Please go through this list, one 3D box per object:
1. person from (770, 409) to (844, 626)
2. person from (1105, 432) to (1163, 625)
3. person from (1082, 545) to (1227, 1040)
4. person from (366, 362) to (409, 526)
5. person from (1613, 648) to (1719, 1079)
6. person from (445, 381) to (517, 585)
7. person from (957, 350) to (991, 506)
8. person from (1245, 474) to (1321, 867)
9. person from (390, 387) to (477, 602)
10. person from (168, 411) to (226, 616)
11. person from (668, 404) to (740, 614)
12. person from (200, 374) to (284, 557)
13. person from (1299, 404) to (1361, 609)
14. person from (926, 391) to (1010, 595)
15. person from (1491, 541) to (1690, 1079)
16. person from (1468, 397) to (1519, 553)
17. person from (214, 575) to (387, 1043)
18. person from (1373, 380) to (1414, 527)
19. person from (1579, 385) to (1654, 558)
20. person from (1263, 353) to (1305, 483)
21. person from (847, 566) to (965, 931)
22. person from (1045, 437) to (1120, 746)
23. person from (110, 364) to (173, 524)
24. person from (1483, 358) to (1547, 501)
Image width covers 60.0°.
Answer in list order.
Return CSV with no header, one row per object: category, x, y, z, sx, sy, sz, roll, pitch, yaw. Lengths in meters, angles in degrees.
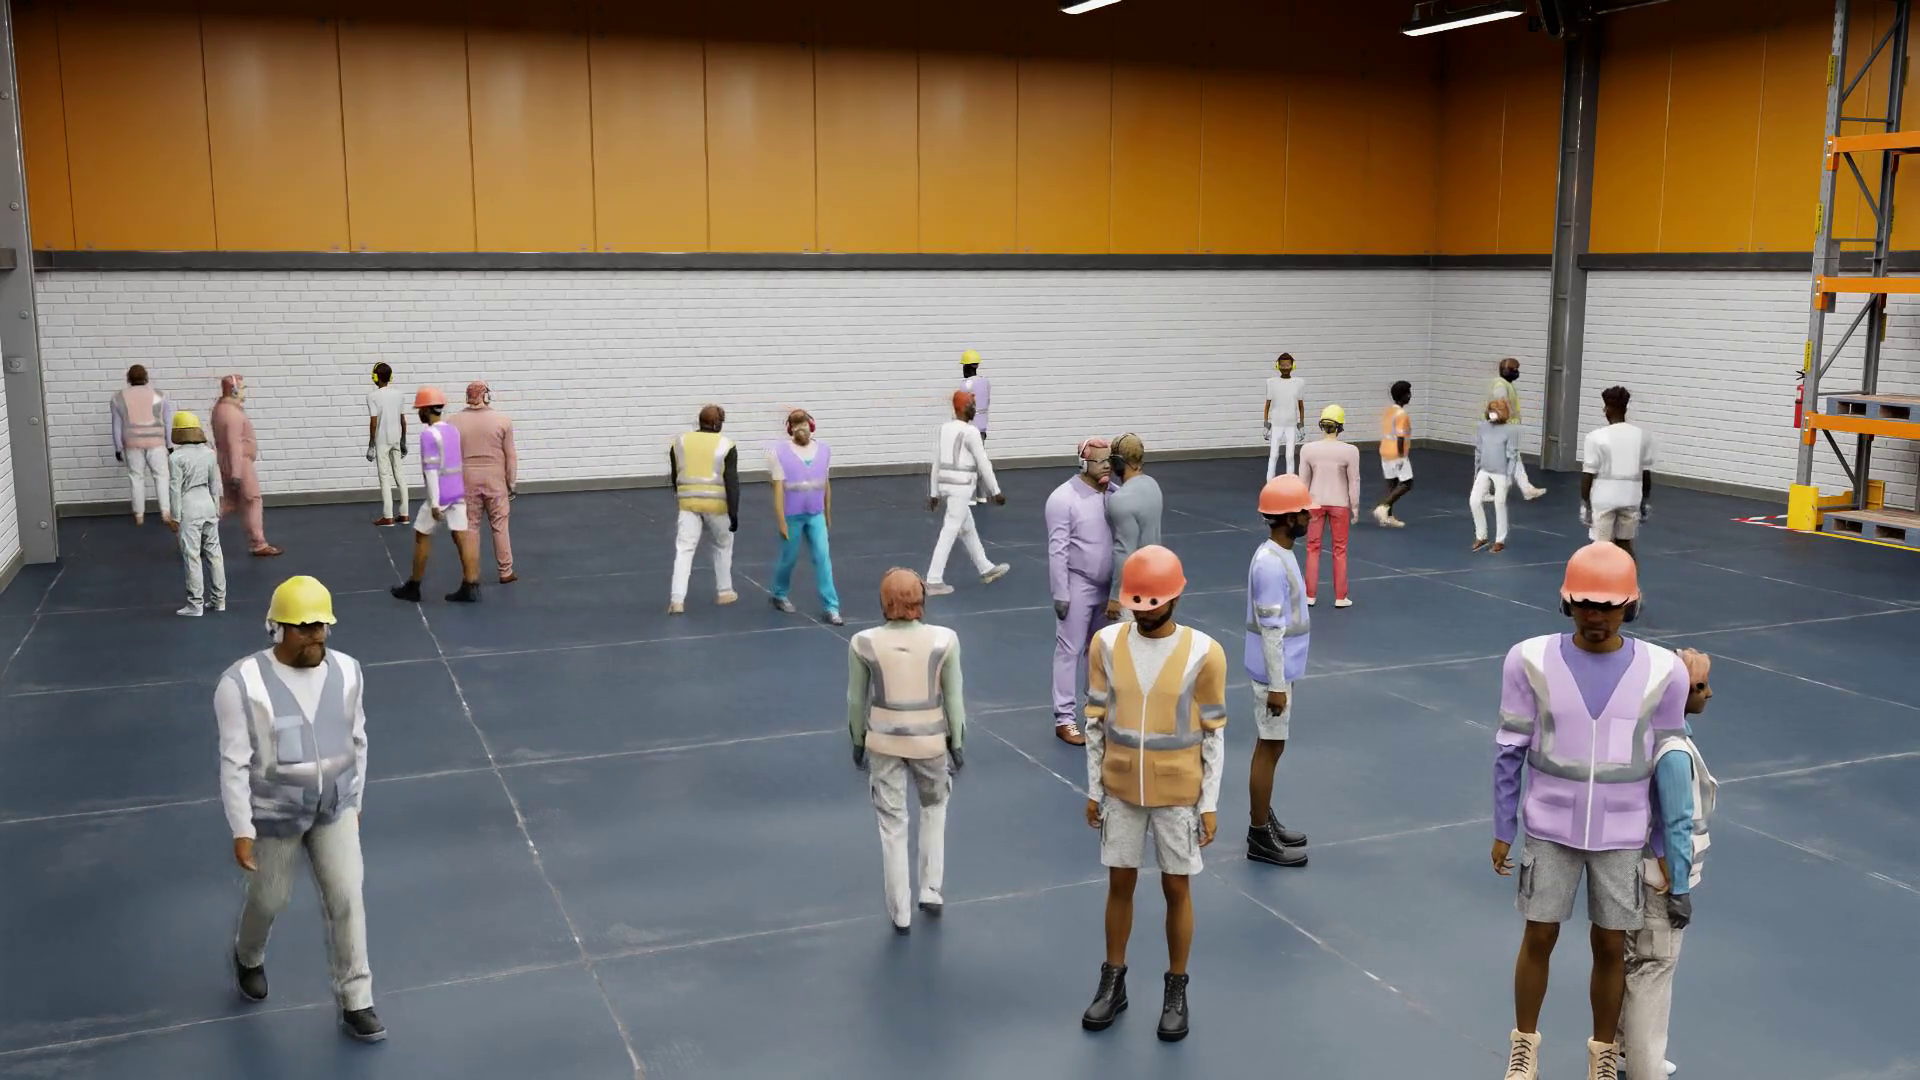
person,-1.338,-0.215,13.934,0.580,1.797,0.949,-6,11,-31
person,1.065,0.297,10.358,0.379,1.937,0.629,4,10,25
person,0.731,0.961,6.368,0.547,1.926,0.389,4,10,22
person,-6.538,-1.089,18.964,0.309,1.868,0.535,6,11,33
person,2.476,1.183,5.884,0.308,1.641,0.517,2,10,9
person,-4.439,-0.529,15.481,0.641,1.901,0.401,-1,9,-6
person,0.145,-1.378,20.537,0.364,1.928,0.586,7,12,35
person,1.593,0.637,8.280,0.344,1.942,0.549,2,10,13
person,-4.659,-0.391,14.639,0.893,1.894,0.542,3,10,19
person,-6.521,-0.227,14.145,0.320,1.737,0.485,4,10,21
person,-2.215,-0.265,14.290,0.653,1.785,0.900,2,10,9
person,-7.362,-0.739,16.798,0.800,1.886,0.649,-8,12,-40
person,3.200,-0.290,14.432,0.531,1.767,0.328,4,10,22
person,0.053,-0.437,15.132,1.005,1.821,0.588,-5,11,-29
person,2.160,1.006,5.747,0.615,2.039,0.392,3,10,18
person,5.474,-0.662,17.132,0.524,1.614,0.524,-8,12,-39
person,-2.598,1.010,6.471,0.594,1.801,0.864,-9,13,-43
person,4.903,-0.953,18.701,0.383,1.687,0.540,-1,9,-6
person,5.570,-0.336,14.144,0.628,1.951,0.451,-1,9,-4
person,4.108,-1.438,21.078,0.533,1.869,0.311,1,9,6
person,-0.241,0.924,7.465,0.528,1.621,0.480,0,9,0
person,0.830,0.308,10.381,0.638,1.911,0.402,-8,12,-39
person,-9.351,-1.091,19.067,0.632,1.845,0.429,-4,10,-24
person,6.921,-1.362,20.820,0.897,1.799,0.642,5,11,28
